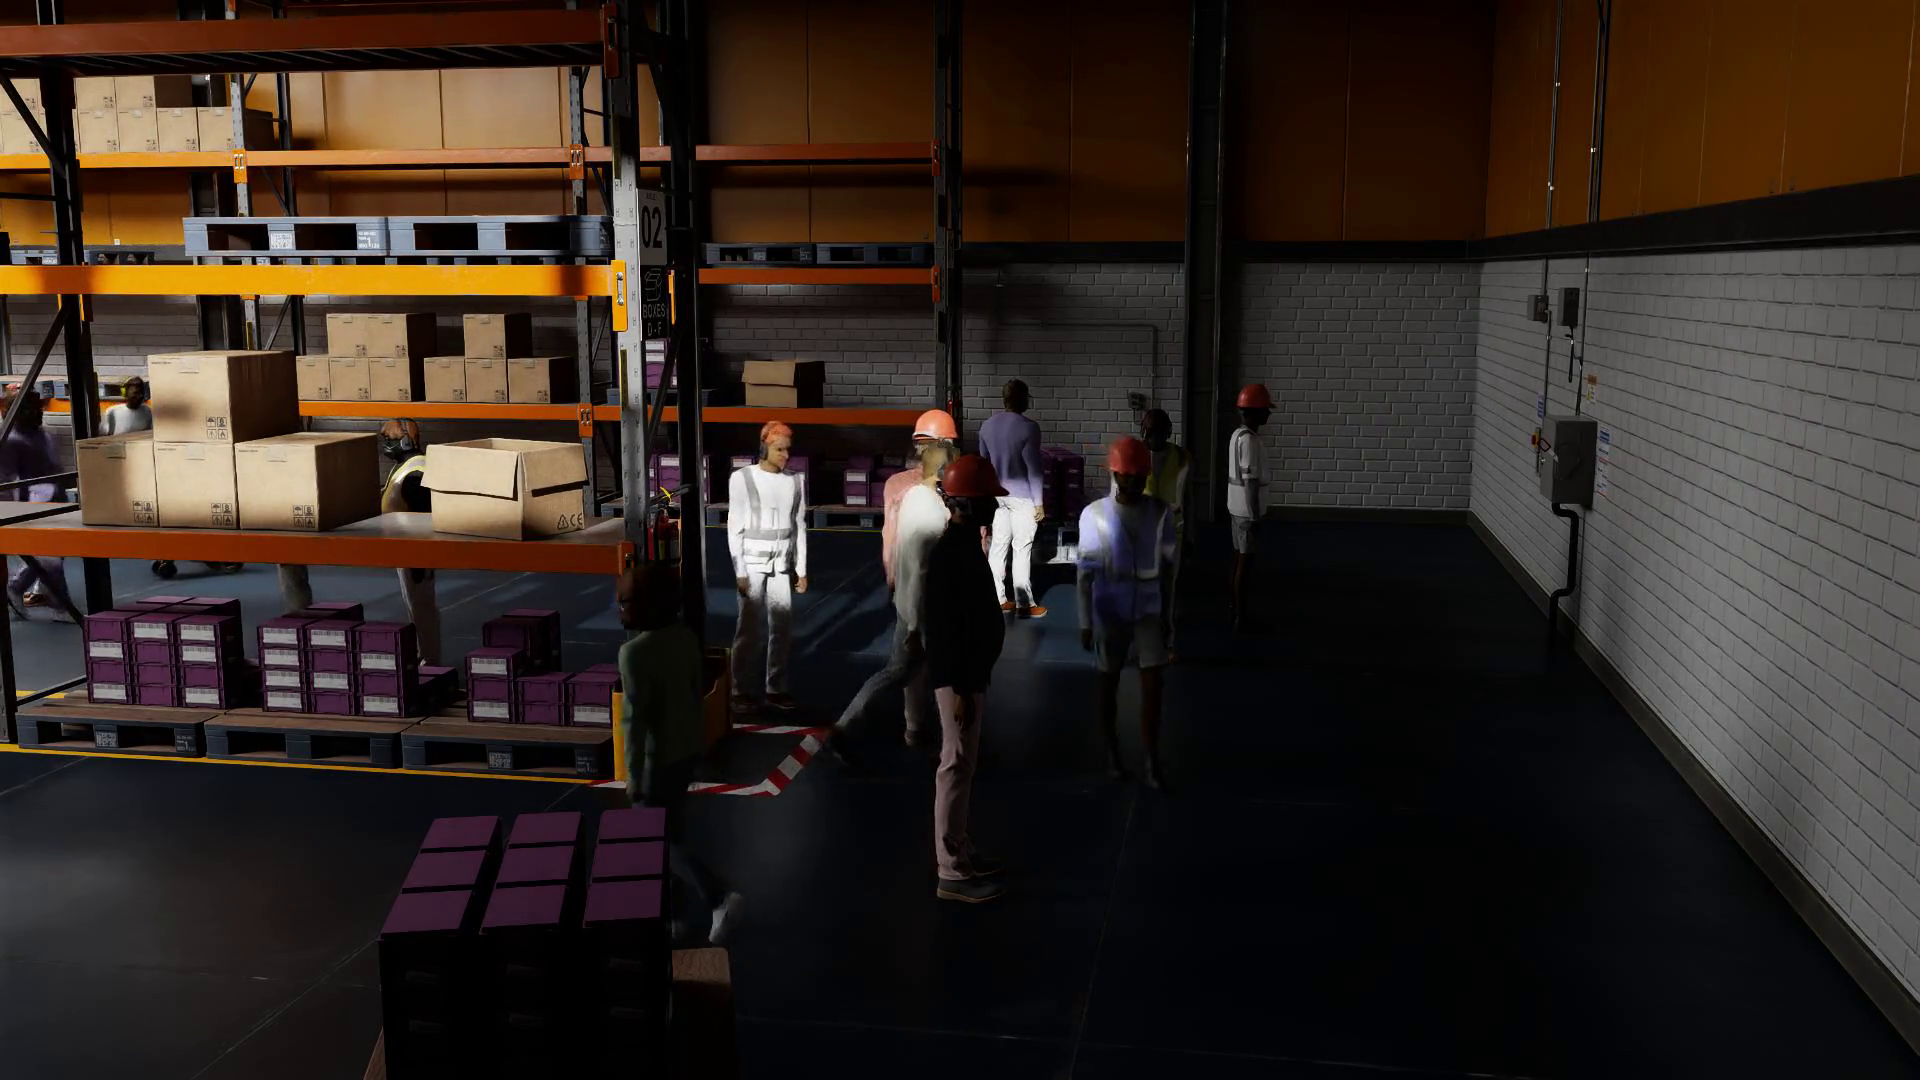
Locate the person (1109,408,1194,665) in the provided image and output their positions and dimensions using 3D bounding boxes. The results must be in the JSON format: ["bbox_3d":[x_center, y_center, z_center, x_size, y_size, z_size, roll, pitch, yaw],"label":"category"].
[{"bbox_3d":[1.367,-0.021,11.850,0.620,1.838,0.429,-1,9,-5],"label":"person"}]

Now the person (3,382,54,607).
[{"bbox_3d":[-7.799,-0.381,13.940,0.355,1.883,0.575,-4,10,-24],"label":"person"}]

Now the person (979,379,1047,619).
[{"bbox_3d":[0.436,-0.332,13.457,0.627,1.940,0.372,8,12,42],"label":"person"}]

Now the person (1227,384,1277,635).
[{"bbox_3d":[2.252,-0.239,12.883,0.354,1.939,0.544,0,9,0],"label":"person"}]

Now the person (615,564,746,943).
[{"bbox_3d":[-1.147,0.901,6.802,0.540,1.611,0.526,4,10,24],"label":"person"}]

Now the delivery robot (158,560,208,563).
[{"bbox_3d":[-7.080,0.003,15.374,0.707,0.478,0.477,-7,12,-38],"label":"delivery robot"}]

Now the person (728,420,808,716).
[{"bbox_3d":[-1.215,0.175,10.510,0.608,1.872,0.434,-9,13,-44],"label":"person"}]

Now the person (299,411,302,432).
[{"bbox_3d":[-7.296,-1.004,17.695,0.585,1.917,0.382,-2,9,-11],"label":"person"}]

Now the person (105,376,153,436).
[{"bbox_3d":[-8.183,-0.742,16.513,0.525,1.789,1.052,-8,12,-40],"label":"person"}]

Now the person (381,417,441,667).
[{"bbox_3d":[-3.677,0.094,11.152,0.428,1.836,0.625,-4,10,-23],"label":"person"}]

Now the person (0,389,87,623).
[{"bbox_3d":[-7.334,-0.270,13.231,0.747,1.883,0.668,-1,9,-5],"label":"person"}]

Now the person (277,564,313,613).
[{"bbox_3d":[-4.809,-0.022,11.875,0.404,1.827,0.600,-3,10,-18],"label":"person"}]

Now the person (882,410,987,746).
[{"bbox_3d":[-0.148,0.229,9.815,0.612,1.991,0.392,1,9,6],"label":"person"}]

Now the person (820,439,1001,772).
[{"bbox_3d":[-0.280,0.385,9.181,0.957,1.897,0.637,-2,9,-13],"label":"person"}]

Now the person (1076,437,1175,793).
[{"bbox_3d":[0.921,0.410,8.912,0.571,1.908,0.804,-2,9,-9],"label":"person"}]

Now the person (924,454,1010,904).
[{"bbox_3d":[0.031,0.608,7.454,0.382,1.994,0.613,0,9,3],"label":"person"}]
